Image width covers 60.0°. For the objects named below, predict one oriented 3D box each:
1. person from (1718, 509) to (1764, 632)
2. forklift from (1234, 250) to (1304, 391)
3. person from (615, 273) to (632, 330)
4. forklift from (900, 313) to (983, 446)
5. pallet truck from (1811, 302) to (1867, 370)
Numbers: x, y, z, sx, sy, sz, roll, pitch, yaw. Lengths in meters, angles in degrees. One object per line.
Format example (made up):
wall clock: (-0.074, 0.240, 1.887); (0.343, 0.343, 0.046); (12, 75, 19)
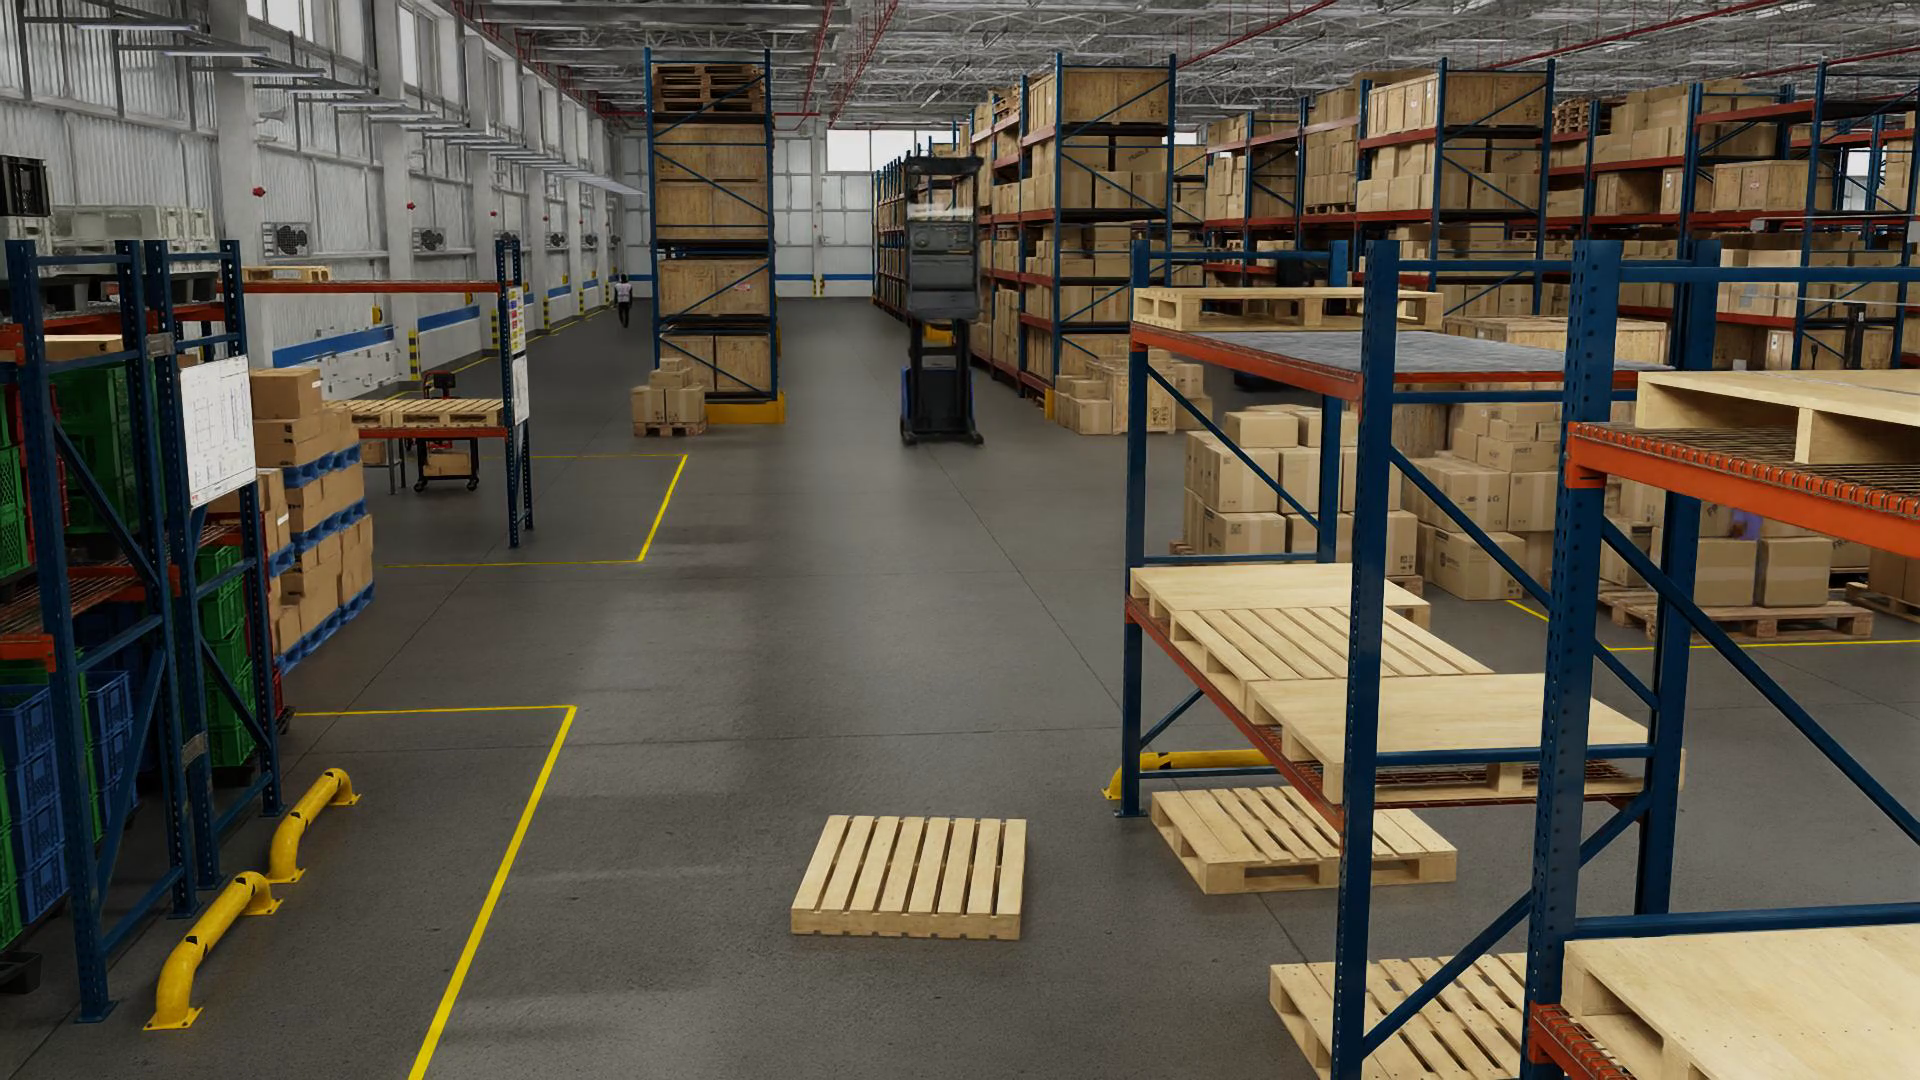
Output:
person: (6.141, -0.237, 12.916); (0.597, 1.916, 0.371); (-10, 14, -43)
forklift: (6.606, -4.453, 33.607); (1.873, 2.768, 1.129); (-1, 10, -6)
person: (-11.389, -8.065, 56.325); (0.589, 1.908, 0.479); (-3, 11, -15)
forklift: (-0.316, -2.906, 25.038); (1.129, 2.768, 1.873); (-1, 10, -6)
pallet truck: (15.846, -3.142, 28.793); (1.885, 1.965, 0.823); (2, 10, 12)
